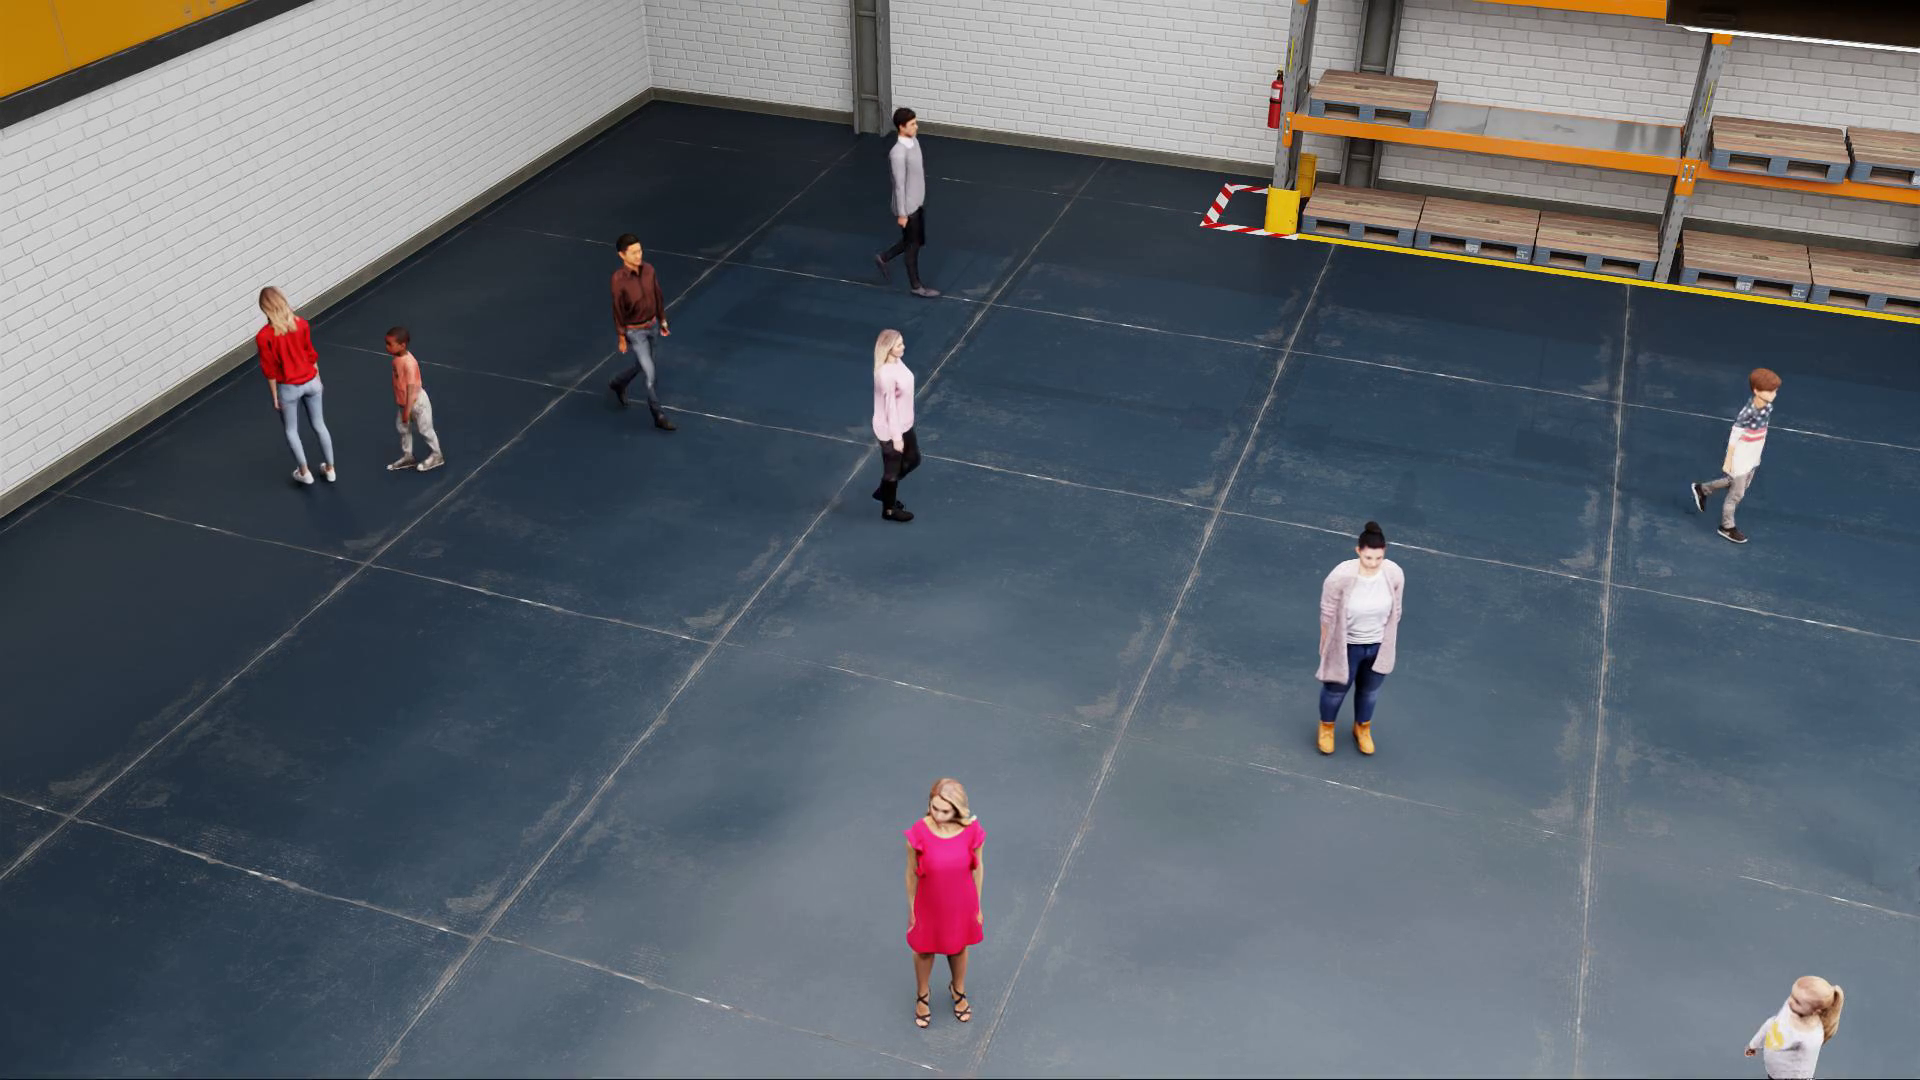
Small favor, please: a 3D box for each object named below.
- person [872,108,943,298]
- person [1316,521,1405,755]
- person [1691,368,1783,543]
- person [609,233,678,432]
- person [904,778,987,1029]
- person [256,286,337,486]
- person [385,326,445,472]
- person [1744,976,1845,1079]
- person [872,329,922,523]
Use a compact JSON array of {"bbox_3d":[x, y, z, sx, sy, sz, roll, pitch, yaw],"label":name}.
[{"bbox_3d":[-0.582,-3.307,16.338,1.005,1.907,0.771,9,35,14],"label":"person"},{"bbox_3d":[2.532,0.611,10.590,0.722,1.744,0.842,-3,34,-4],"label":"person"},{"bbox_3d":[6.006,-0.699,12.848,0.773,1.427,0.898,-22,39,-29],"label":"person"},{"bbox_3d":[-2.797,-1.806,14.220,1.159,1.751,0.856,22,39,29],"label":"person"},{"bbox_3d":[-0.080,1.884,8.692,0.611,1.726,0.713,-4,34,-5],"label":"person"},{"bbox_3d":[-5.334,-1.221,13.393,0.719,1.692,0.732,-28,43,-36],"label":"person"},{"bbox_3d":[-4.442,-1.169,13.672,0.722,1.297,0.695,-22,39,-29],"label":"person"},{"bbox_3d":[4.066,2.581,8.057,0.664,1.268,0.541,7,34,10],"label":"person"},{"bbox_3d":[-0.596,-0.877,12.891,0.640,1.675,0.628,7,34,11],"label":"person"}]
